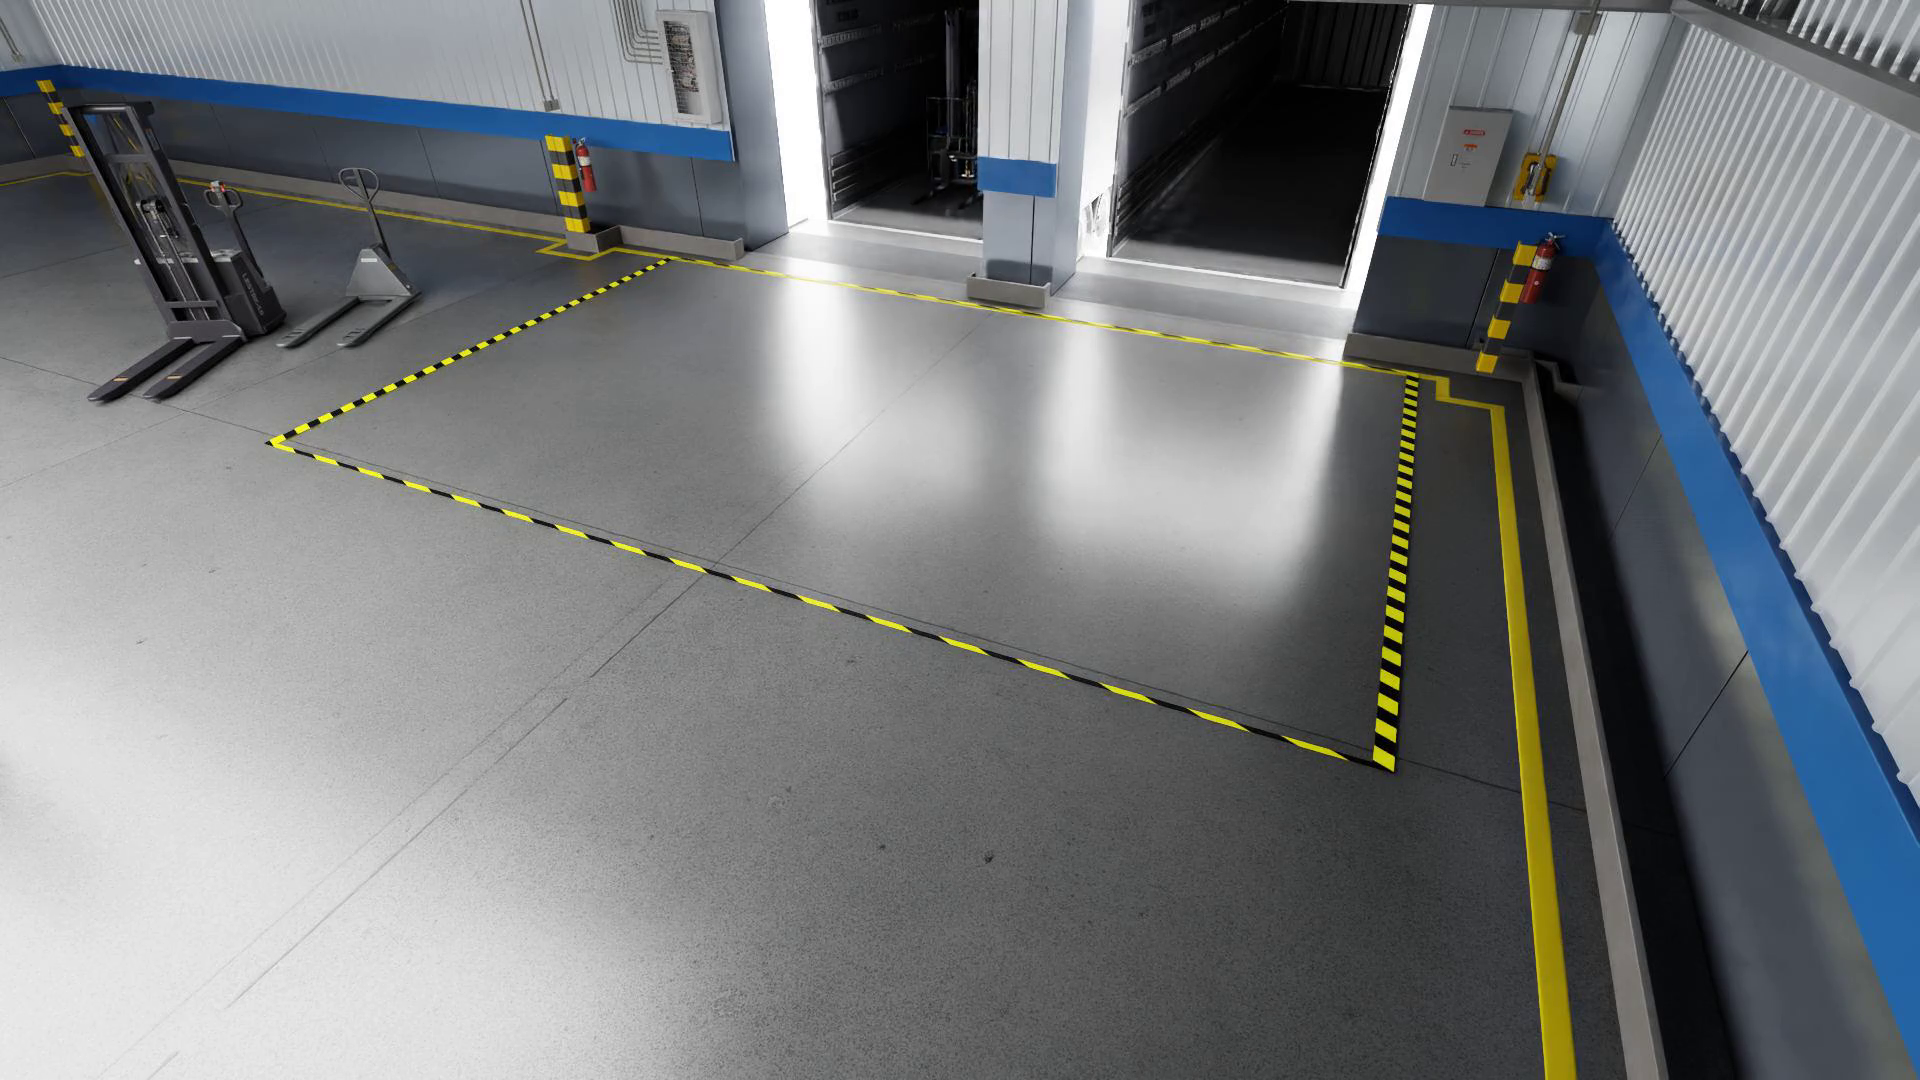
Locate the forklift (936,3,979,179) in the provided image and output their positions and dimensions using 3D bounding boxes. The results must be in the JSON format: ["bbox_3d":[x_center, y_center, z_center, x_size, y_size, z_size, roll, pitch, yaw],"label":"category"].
[{"bbox_3d":[0.577,-6.240,12.634,1.157,2.036,2.680,13,37,18],"label":"forklift"}]

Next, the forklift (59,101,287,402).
[{"bbox_3d":[-6.686,-2.387,7.434,0.823,1.965,1.885,-3,35,-5],"label":"forklift"}]

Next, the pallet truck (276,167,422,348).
[{"bbox_3d":[-5.732,-2.611,8.414,0.680,1.201,1.601,-1,35,-1],"label":"pallet truck"}]
